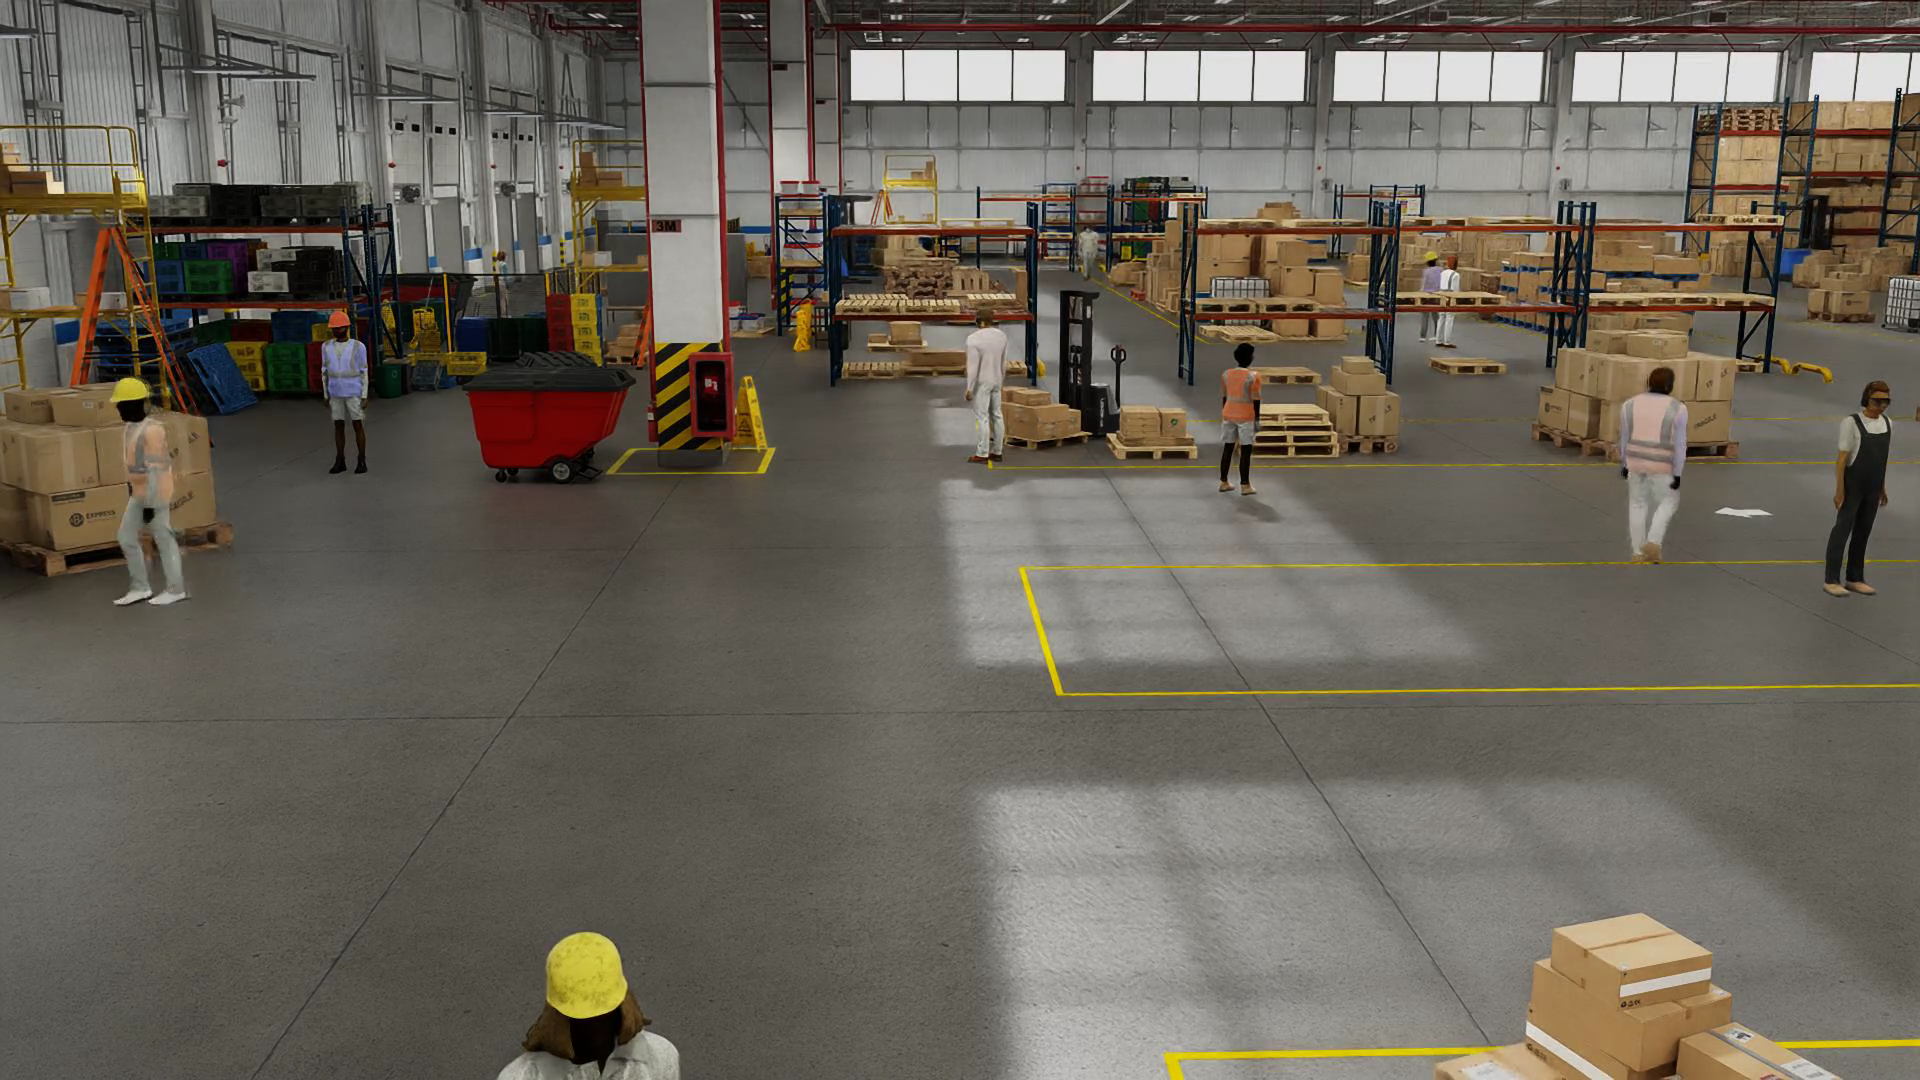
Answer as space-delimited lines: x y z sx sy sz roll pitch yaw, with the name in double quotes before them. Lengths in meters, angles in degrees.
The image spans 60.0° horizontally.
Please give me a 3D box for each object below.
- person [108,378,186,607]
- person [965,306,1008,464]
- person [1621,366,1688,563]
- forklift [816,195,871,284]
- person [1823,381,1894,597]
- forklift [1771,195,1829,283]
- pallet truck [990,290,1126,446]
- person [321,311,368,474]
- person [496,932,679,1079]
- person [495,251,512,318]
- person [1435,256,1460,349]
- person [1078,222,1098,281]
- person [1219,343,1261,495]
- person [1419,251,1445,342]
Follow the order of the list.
"person" -6.745 -0.372 13.606 0.621 1.903 0.681 12 17 43
"person" 0.314 -1.897 20.432 0.627 1.940 0.377 -11 17 -41
"person" 6.307 -0.671 15.147 0.442 1.827 0.630 -12 17 -42
"forklift" -3.903 -9.479 52.520 1.873 2.768 1.129 -7 14 -29
"person" 7.602 -0.431 14.029 0.513 1.842 0.325 -4 13 -16
"forklift" 27.346 -9.680 53.427 1.873 2.768 1.129 0 12 -2
"pallet truck" 1.257 -2.299 22.111 1.885 1.965 0.823 -9 15 -35
"person" -7.309 -1.750 19.766 0.543 1.939 0.356 0 12 0
"person" -0.913 1.799 4.186 0.483 1.745 0.300 -7 14 -28
"person" -11.239 -6.262 40.845 0.323 1.631 0.523 -10 16 -39
"person" 9.923 -4.819 33.779 0.355 1.876 0.574 -5 13 -21
"person" 4.212 -9.516 54.884 0.643 1.916 0.673 0 12 2
"person" 3.122 -1.348 18.525 0.321 1.692 0.534 -12 17 -43
"person" 9.959 -5.138 35.141 0.627 1.913 0.450 -8 15 -32
